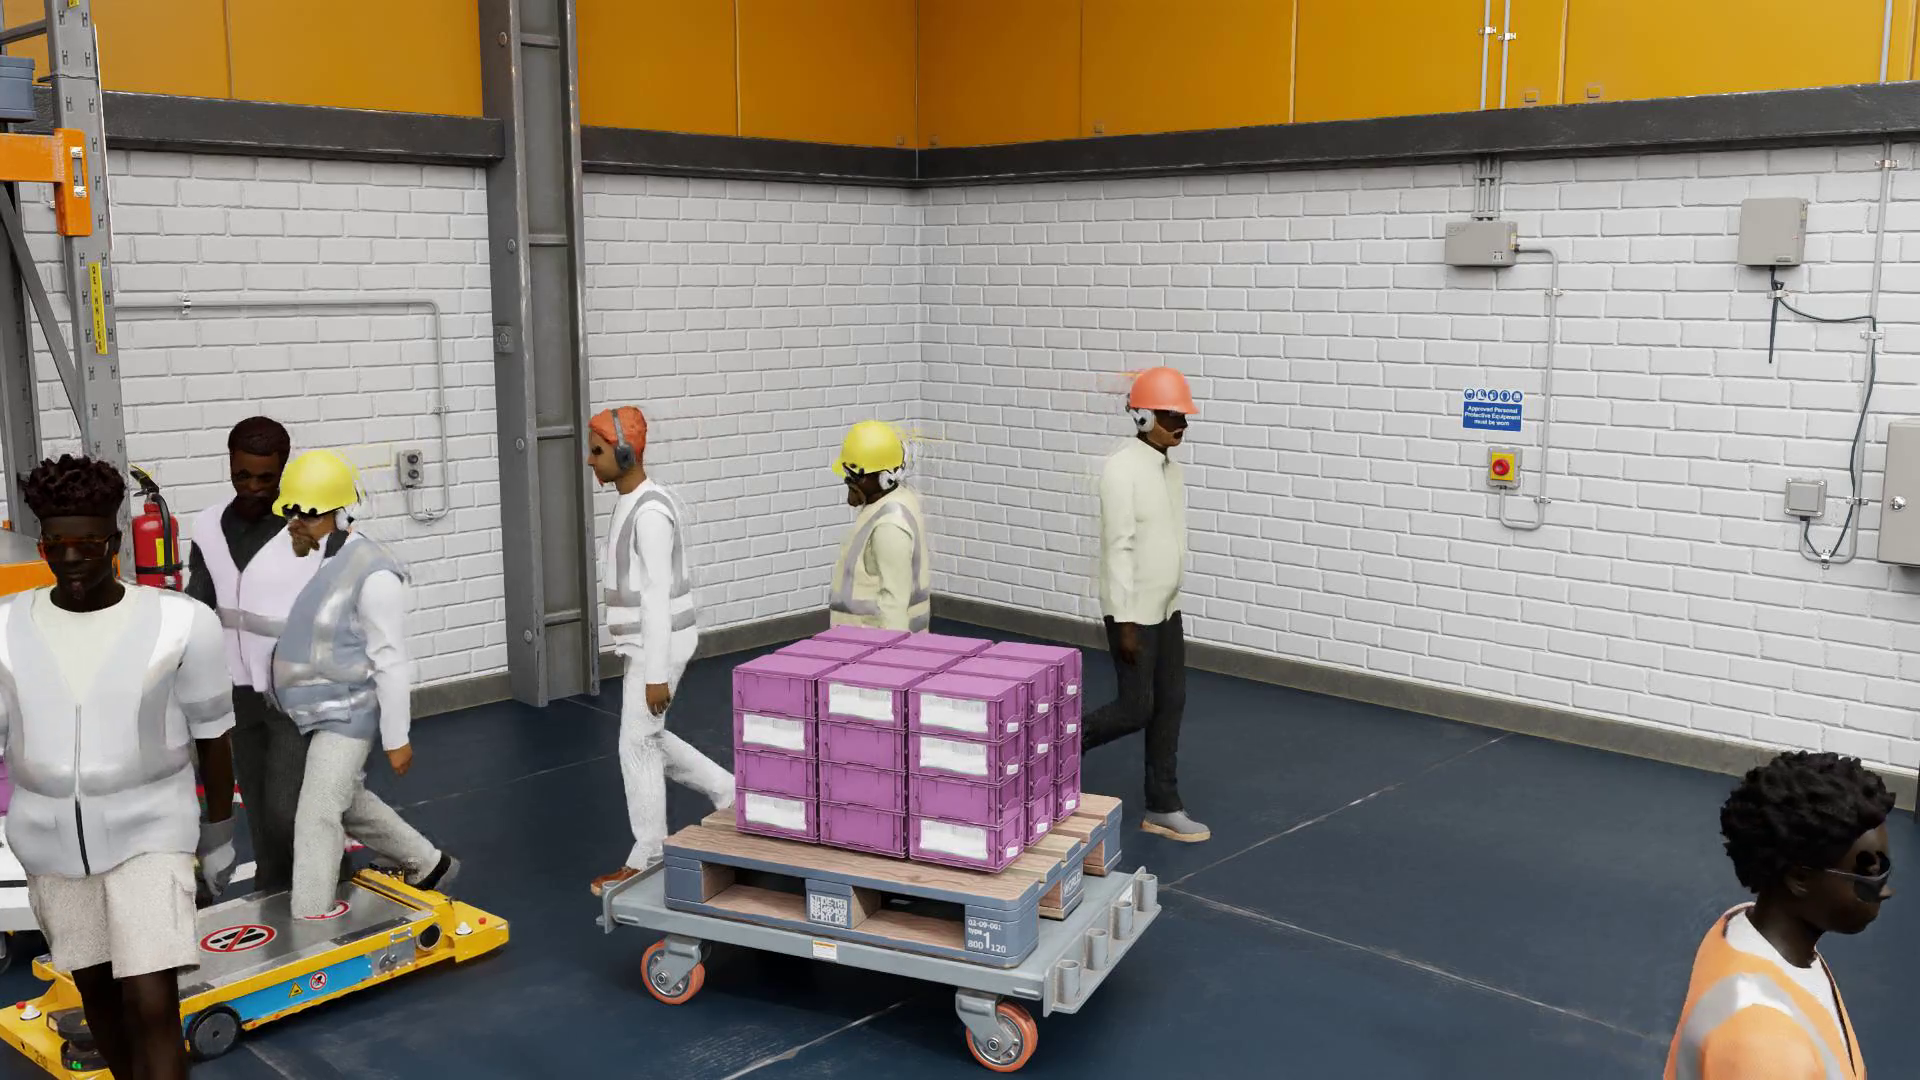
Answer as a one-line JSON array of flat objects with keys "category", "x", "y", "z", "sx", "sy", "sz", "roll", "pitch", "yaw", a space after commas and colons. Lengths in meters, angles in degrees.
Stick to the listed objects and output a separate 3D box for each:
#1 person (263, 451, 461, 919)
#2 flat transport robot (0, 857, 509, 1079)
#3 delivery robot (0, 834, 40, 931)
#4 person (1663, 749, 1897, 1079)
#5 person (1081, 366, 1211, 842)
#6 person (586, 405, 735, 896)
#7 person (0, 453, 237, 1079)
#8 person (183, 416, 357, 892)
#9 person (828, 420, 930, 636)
[{"category": "person", "x": -2.058, "y": 0.568, "z": 5.639, "sx": 0.601, "sy": 1.788, "sz": 0.850, "roll": 7, "pitch": 12, "yaw": 39}, {"category": "flat transport robot", "x": -2.266, "y": 1.357, "z": 5.405, "sx": 0.652, "sy": 0.197, "sz": 1.431, "roll": 8, "pitch": 12, "yaw": 39}, {"category": "delivery robot", "x": -3.009, "y": 1.130, "z": 5.643, "sx": 0.707, "sy": 0.478, "sz": 0.477, "roll": -1, "pitch": 9, "yaw": -6}, {"category": "person", "x": 1.294, "y": 1.136, "z": 2.509, "sx": 0.856, "sy": 1.652, "sz": 0.548, "roll": 5, "pitch": 11, "yaw": 29}, {"category": "person", "x": 0.696, "y": 0.265, "z": 6.885, "sx": 0.674, "sy": 1.978, "sz": 0.620, "roll": 6, "pitch": 11, "yaw": 34}, {"category": "person", "x": -1.101, "y": 0.410, "z": 6.336, "sx": 0.606, "sy": 1.868, "sz": 0.617, "roll": -2, "pitch": 10, "yaw": -14}, {"category": "person", "x": -2.097, "y": 0.759, "z": 4.005, "sx": 0.619, "sy": 1.920, "sz": 0.942, "roll": -2, "pitch": 9, "yaw": -11}, {"category": "person", "x": -2.318, "y": 0.516, "z": 5.604, "sx": 0.686, "sy": 1.893, "sz": 0.441, "roll": 4, "pitch": 10, "yaw": 22}, {"category": "person", "x": -0.244, "y": 0.401, "z": 6.624, "sx": 0.679, "sy": 1.788, "sz": 0.618, "roll": 0, "pitch": 9, "yaw": 3}]
